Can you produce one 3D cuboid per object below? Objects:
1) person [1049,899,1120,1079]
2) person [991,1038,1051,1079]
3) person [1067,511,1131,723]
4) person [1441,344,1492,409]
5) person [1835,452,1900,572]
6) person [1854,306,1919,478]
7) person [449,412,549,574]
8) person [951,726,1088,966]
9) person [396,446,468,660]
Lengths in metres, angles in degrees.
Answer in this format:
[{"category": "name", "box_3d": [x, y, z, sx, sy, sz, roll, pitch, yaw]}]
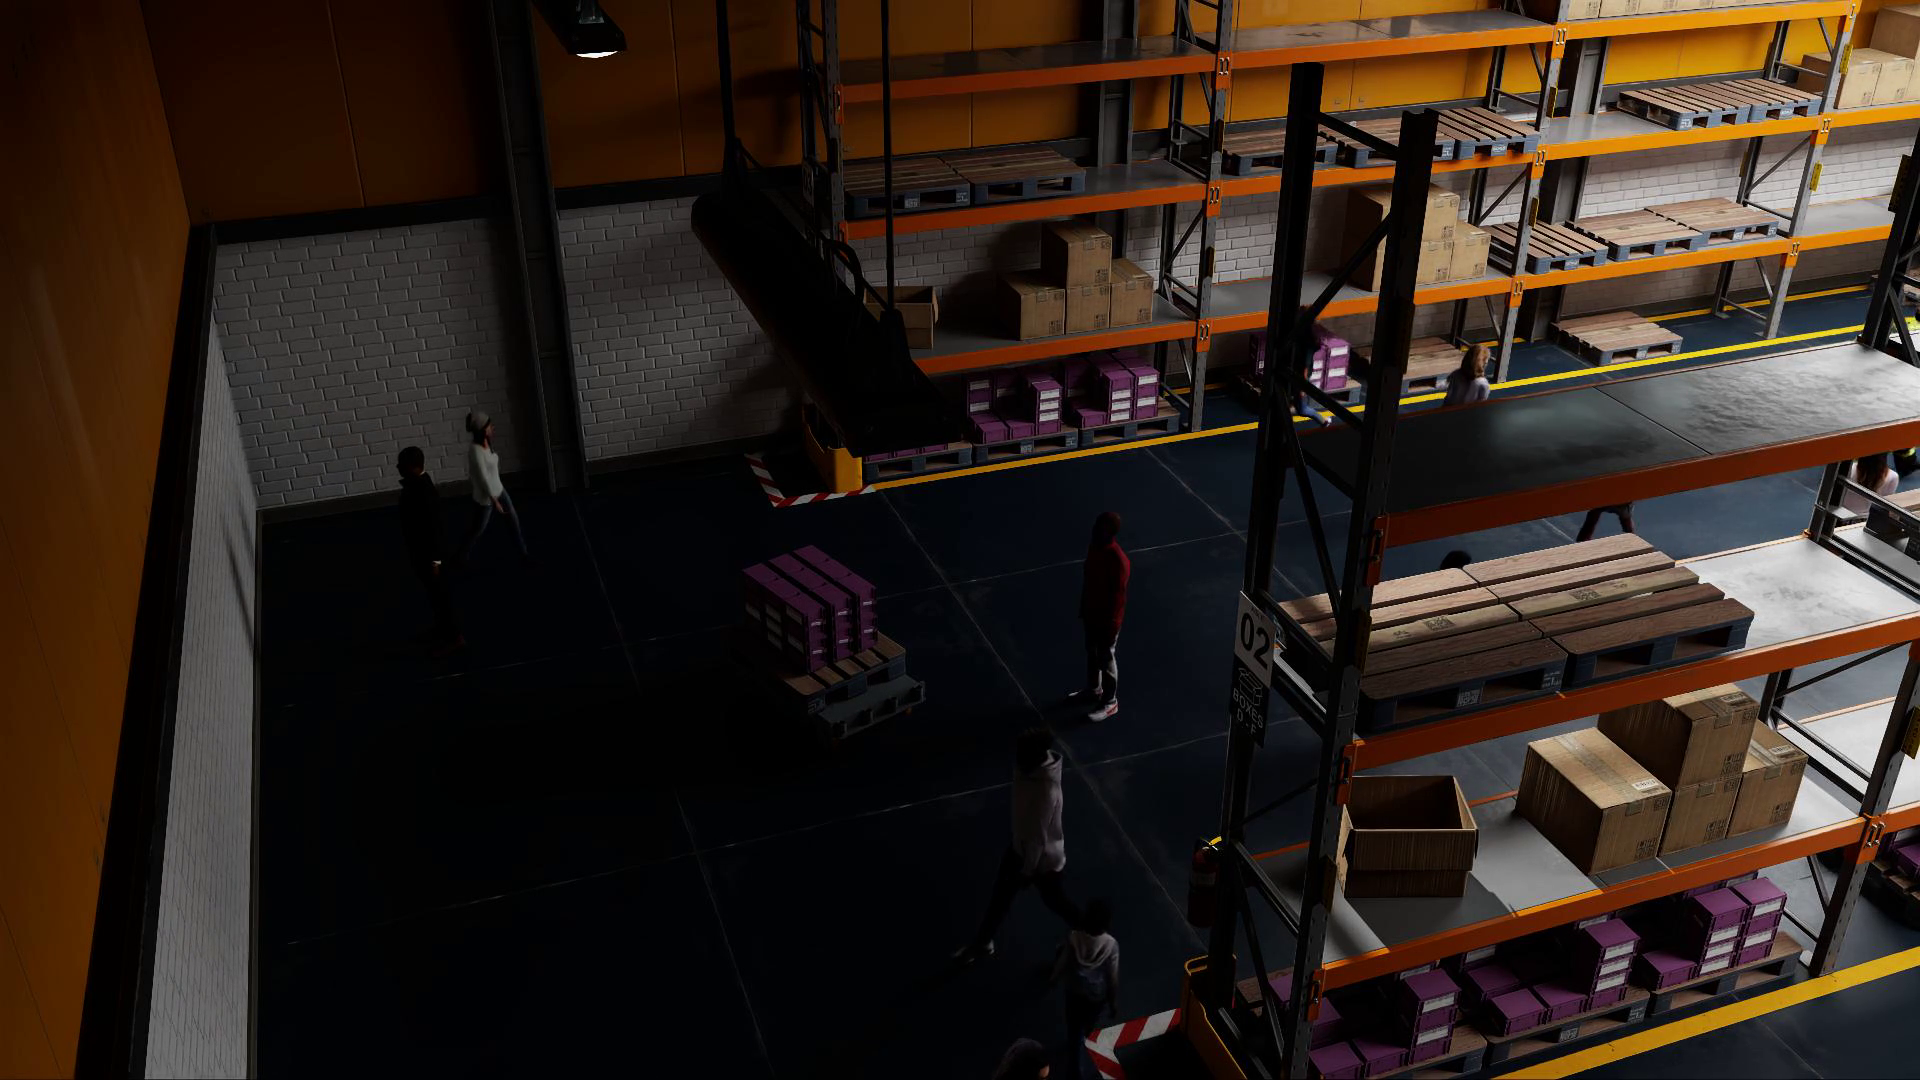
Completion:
[{"category": "person", "box_3d": [0.754, 2.720, 9.883, 0.917, 1.222, 0.886, 2, 29, 5]}, {"category": "person", "box_3d": [0.237, 3.163, 8.502, 0.599, 1.766, 0.705, -7, 29, -12]}, {"category": "person", "box_3d": [1.140, 0.571, 13.198, 0.568, 1.819, 0.651, -10, 30, -18]}, {"category": "person", "box_3d": [4.781, -1.028, 16.213, 1.239, 1.739, 0.747, -17, 33, -28]}, {"category": "person", "box_3d": [7.878, -0.168, 14.702, 0.772, 1.676, 0.852, 9, 30, 16]}, {"category": "person", "box_3d": [9.378, -1.444, 16.769, 1.277, 1.938, 1.059, 0, 29, 1]}, {"category": "person", "box_3d": [-4.388, -0.387, 15.177, 1.190, 1.606, 0.853, 0, 29, 1]}, {"category": "person", "box_3d": [0.572, 1.979, 10.572, 1.171, 1.864, 0.689, -8, 30, -14]}, {"category": "person", "box_3d": [-4.476, 0.076, 14.017, 0.680, 1.904, 0.739, -16, 33, -27]}]
